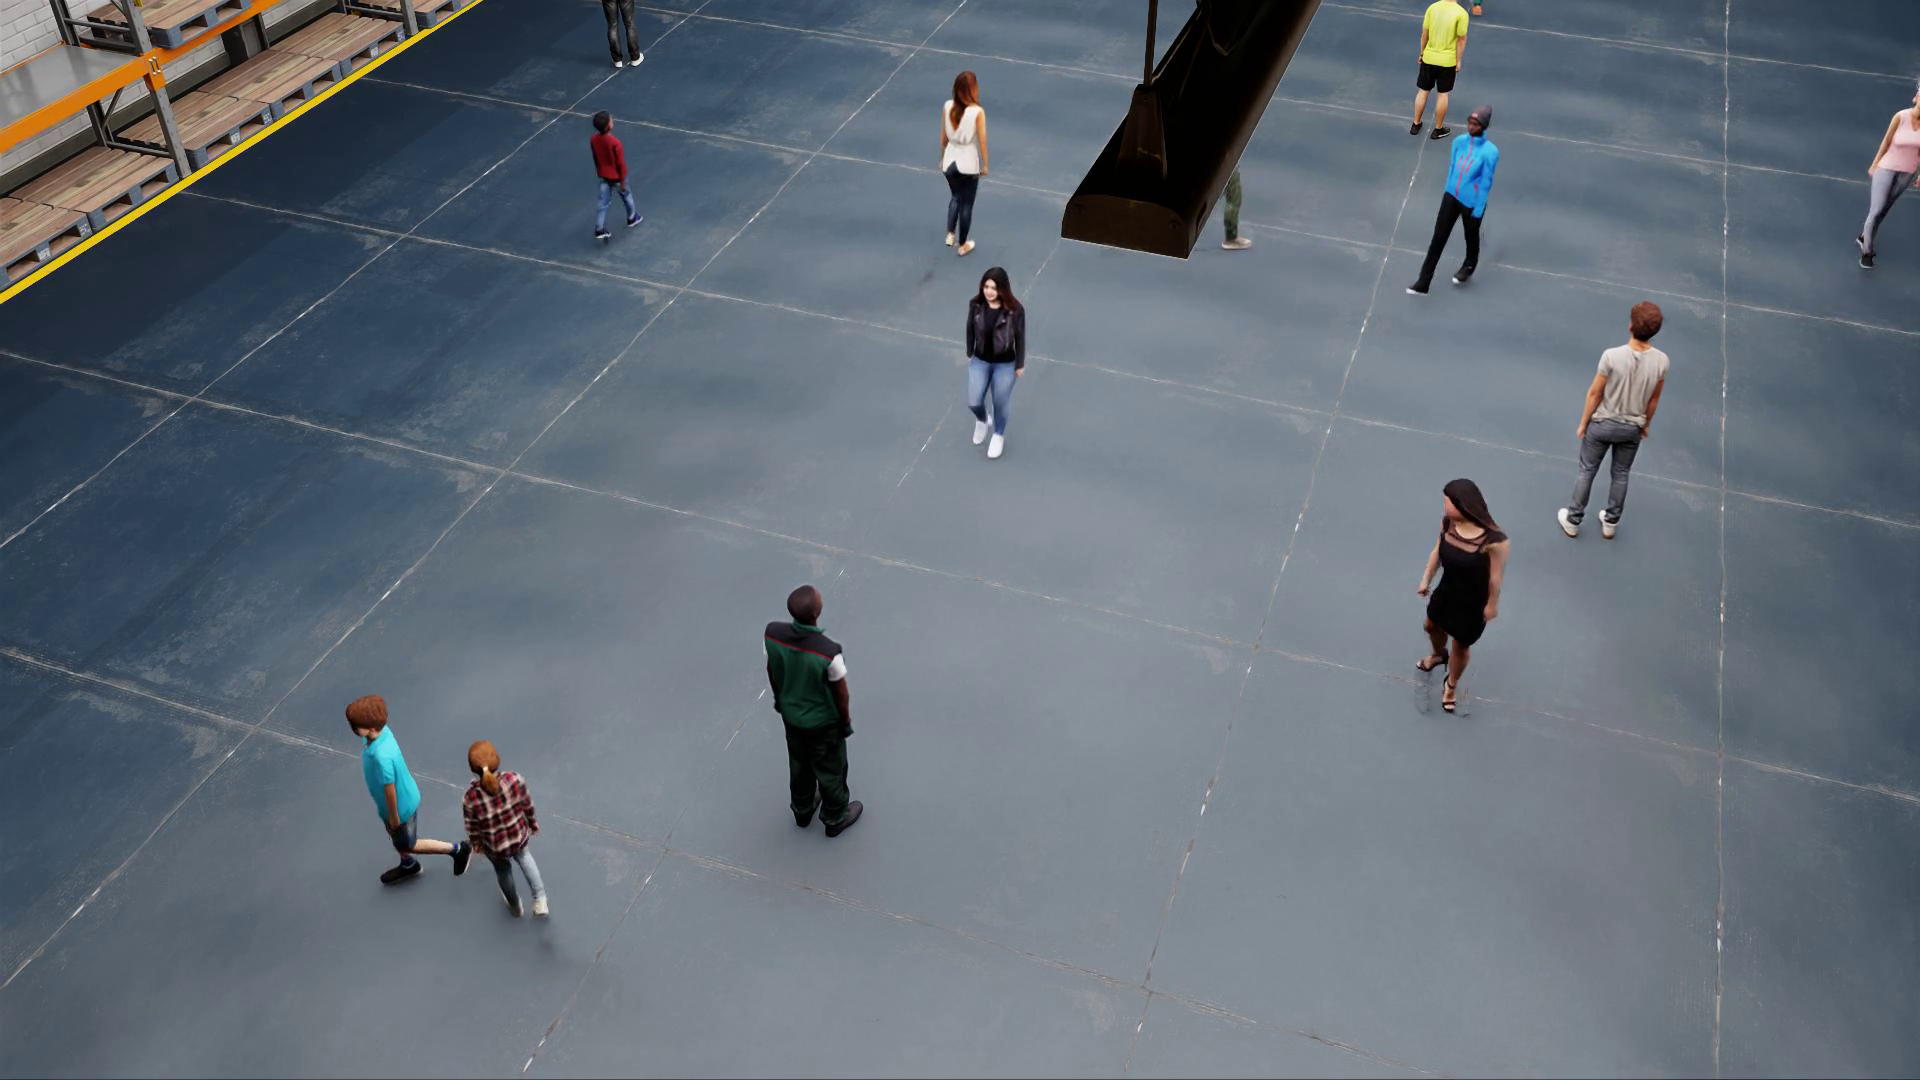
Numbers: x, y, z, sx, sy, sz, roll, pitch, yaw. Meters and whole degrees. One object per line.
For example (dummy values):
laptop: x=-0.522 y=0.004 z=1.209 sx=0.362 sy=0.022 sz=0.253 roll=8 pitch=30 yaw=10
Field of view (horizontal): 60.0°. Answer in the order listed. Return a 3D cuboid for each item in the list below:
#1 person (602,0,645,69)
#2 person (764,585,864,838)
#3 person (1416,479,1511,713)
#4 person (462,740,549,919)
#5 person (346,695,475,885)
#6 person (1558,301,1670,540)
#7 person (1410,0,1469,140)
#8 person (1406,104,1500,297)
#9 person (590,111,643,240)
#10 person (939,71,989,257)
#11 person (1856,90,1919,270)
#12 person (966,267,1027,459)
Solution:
person: x=-3.861 y=-6.218 z=18.670 sx=0.726 sy=1.812 sz=0.708 roll=-4 pitch=39 yaw=-5
person: x=-0.853 y=0.994 z=9.619 sx=0.709 sy=1.839 sz=0.642 roll=18 pitch=42 yaw=21
person: x=3.203 y=0.389 z=10.508 sx=0.805 sy=1.675 sz=0.816 roll=24 pitch=45 yaw=27
person: x=-2.505 y=1.666 z=9.215 sx=0.714 sy=1.293 sz=0.761 roll=-24 pitch=44 yaw=-27
person: x=-3.127 y=1.429 z=9.397 sx=0.858 sy=1.435 sz=0.805 roll=-15 pitch=41 yaw=-18
person: x=4.682 y=-0.828 z=11.857 sx=0.698 sy=1.892 sz=0.629 roll=4 pitch=39 yaw=5
person: x=4.988 y=-5.022 z=17.257 sx=0.673 sy=1.707 sz=0.628 roll=25 pitch=45 yaw=28
person: x=4.519 y=-2.992 z=14.691 sx=1.235 sy=1.737 sz=0.977 roll=-31 pitch=48 yaw=-33
person: x=-3.311 y=-3.401 z=15.607 sx=0.520 sy=1.233 sz=0.859 roll=15 pitch=41 yaw=17
person: x=-0.027 y=-3.371 z=15.134 sx=0.650 sy=1.776 sz=0.651 roll=18 pitch=42 yaw=21
person: x=8.552 y=-3.419 z=15.254 sx=0.678 sy=1.702 sz=0.981 roll=5 pitch=39 yaw=7
person: x=0.291 y=-1.401 z=12.791 sx=0.654 sy=1.622 sz=0.621 roll=10 pitch=40 yaw=12
